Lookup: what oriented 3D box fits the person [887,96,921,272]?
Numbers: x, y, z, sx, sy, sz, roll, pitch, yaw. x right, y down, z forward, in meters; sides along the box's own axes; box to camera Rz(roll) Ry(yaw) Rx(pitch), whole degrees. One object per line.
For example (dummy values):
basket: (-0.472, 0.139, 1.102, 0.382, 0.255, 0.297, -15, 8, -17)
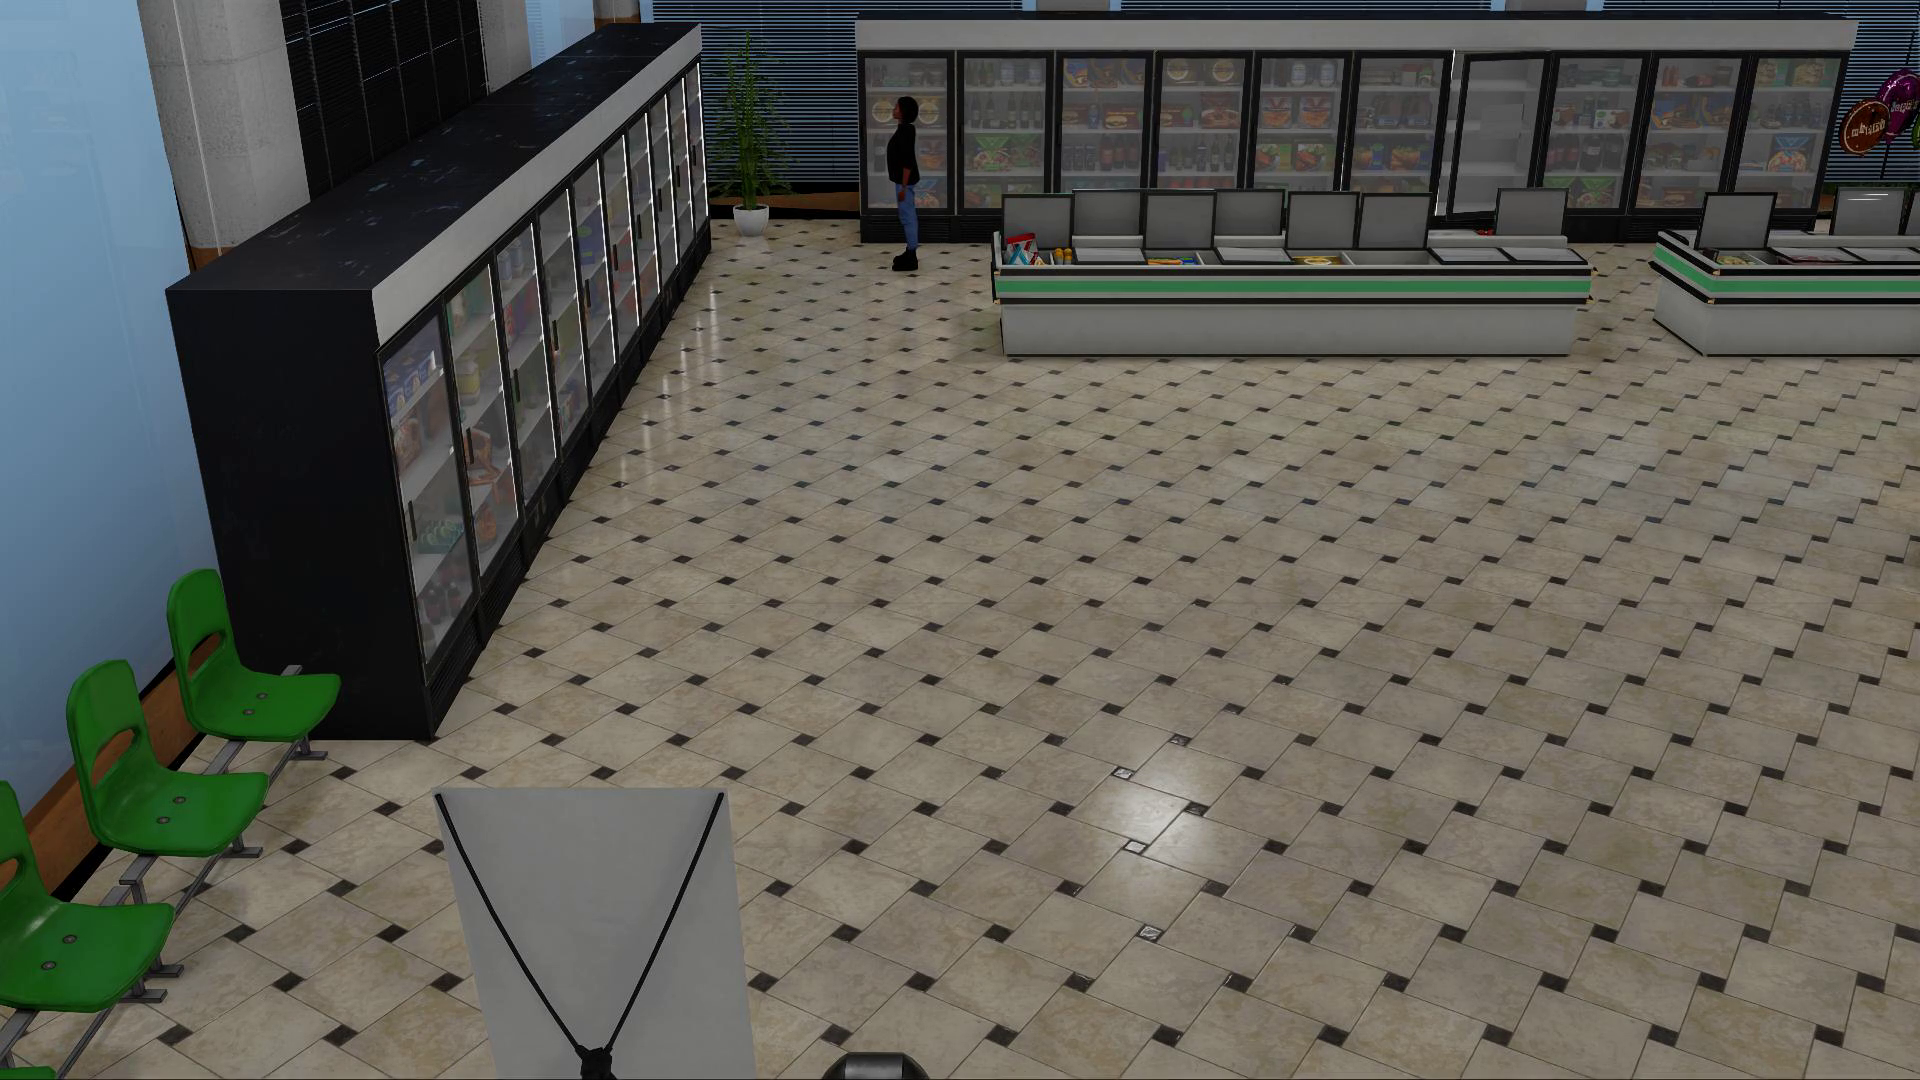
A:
person: (-0.533, -3.549, 16.552, 0.540, 1.701, 0.572, 1, 24, 3)
